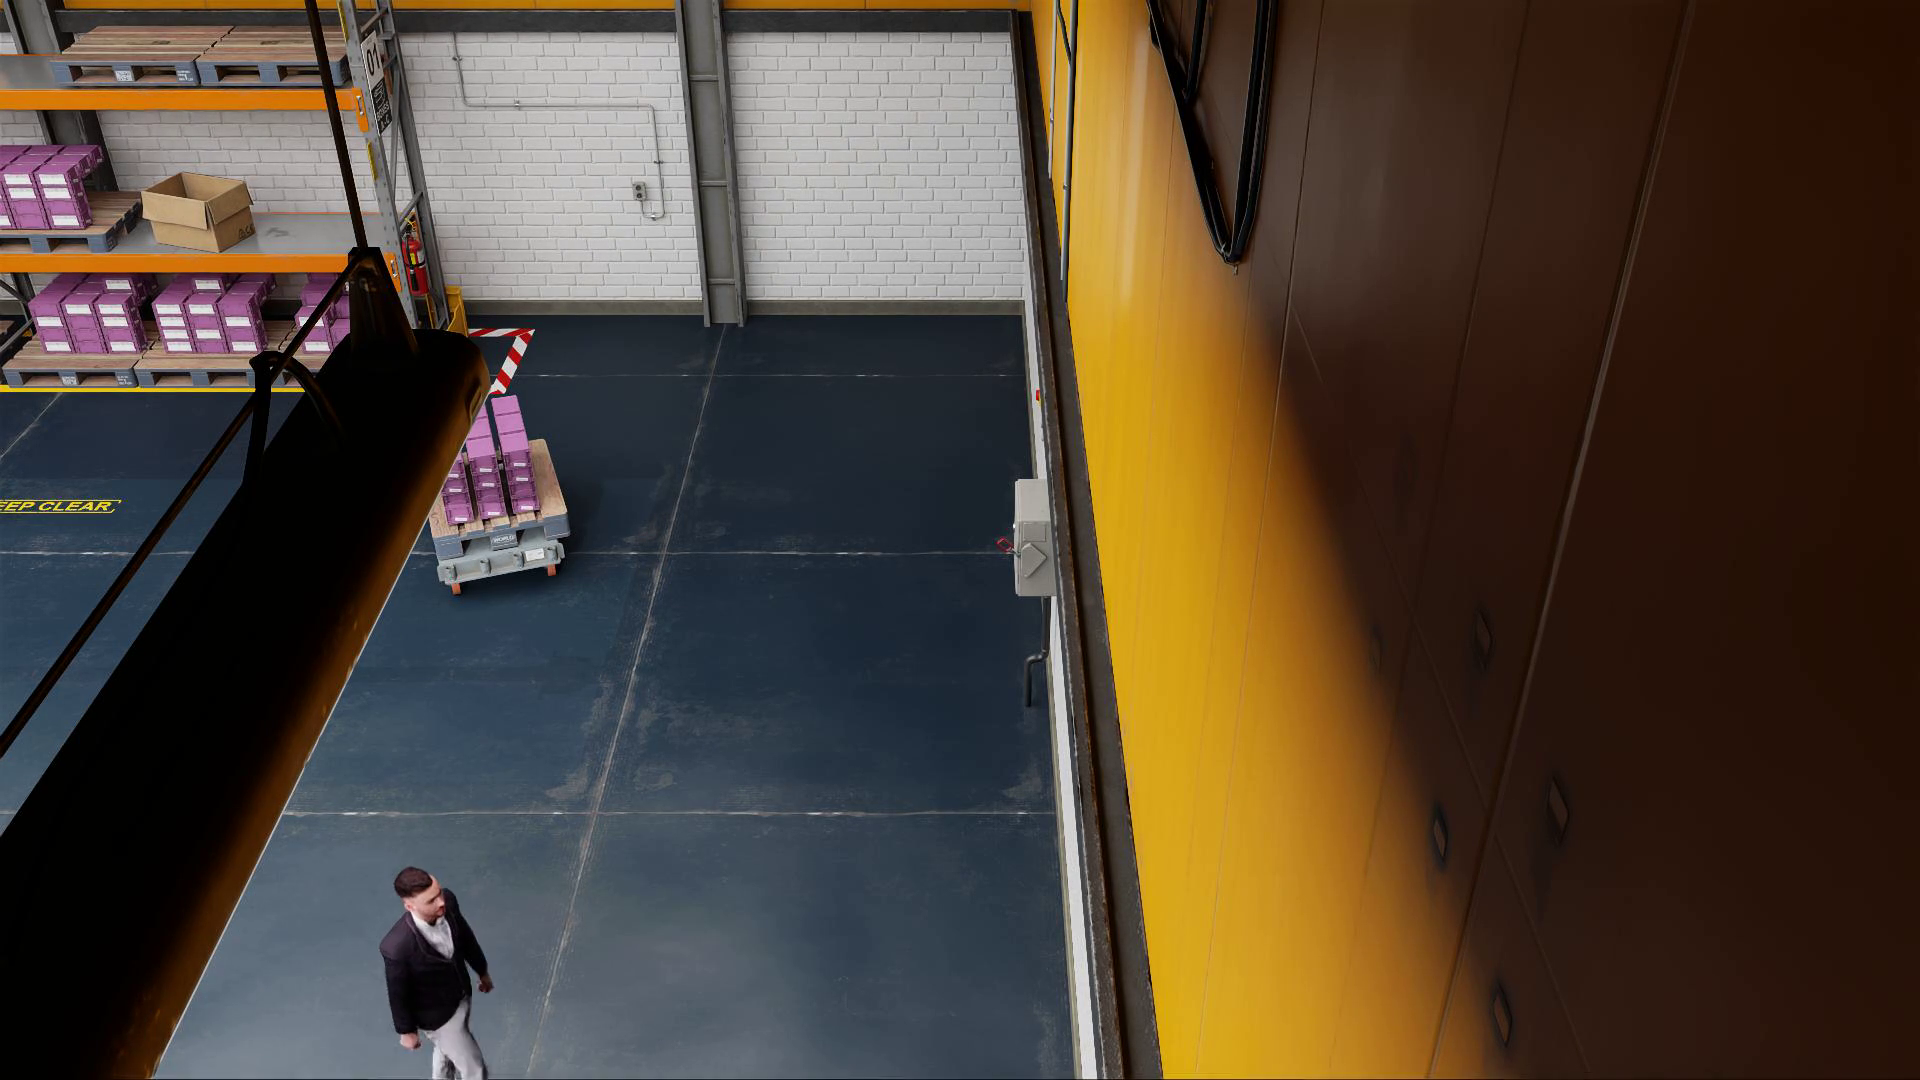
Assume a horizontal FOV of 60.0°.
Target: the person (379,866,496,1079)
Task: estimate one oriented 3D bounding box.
[{"bbox_3d":[-2.656,2.287,8.291,0.980,1.828,0.844,10,35,15],"label":"person"}]
